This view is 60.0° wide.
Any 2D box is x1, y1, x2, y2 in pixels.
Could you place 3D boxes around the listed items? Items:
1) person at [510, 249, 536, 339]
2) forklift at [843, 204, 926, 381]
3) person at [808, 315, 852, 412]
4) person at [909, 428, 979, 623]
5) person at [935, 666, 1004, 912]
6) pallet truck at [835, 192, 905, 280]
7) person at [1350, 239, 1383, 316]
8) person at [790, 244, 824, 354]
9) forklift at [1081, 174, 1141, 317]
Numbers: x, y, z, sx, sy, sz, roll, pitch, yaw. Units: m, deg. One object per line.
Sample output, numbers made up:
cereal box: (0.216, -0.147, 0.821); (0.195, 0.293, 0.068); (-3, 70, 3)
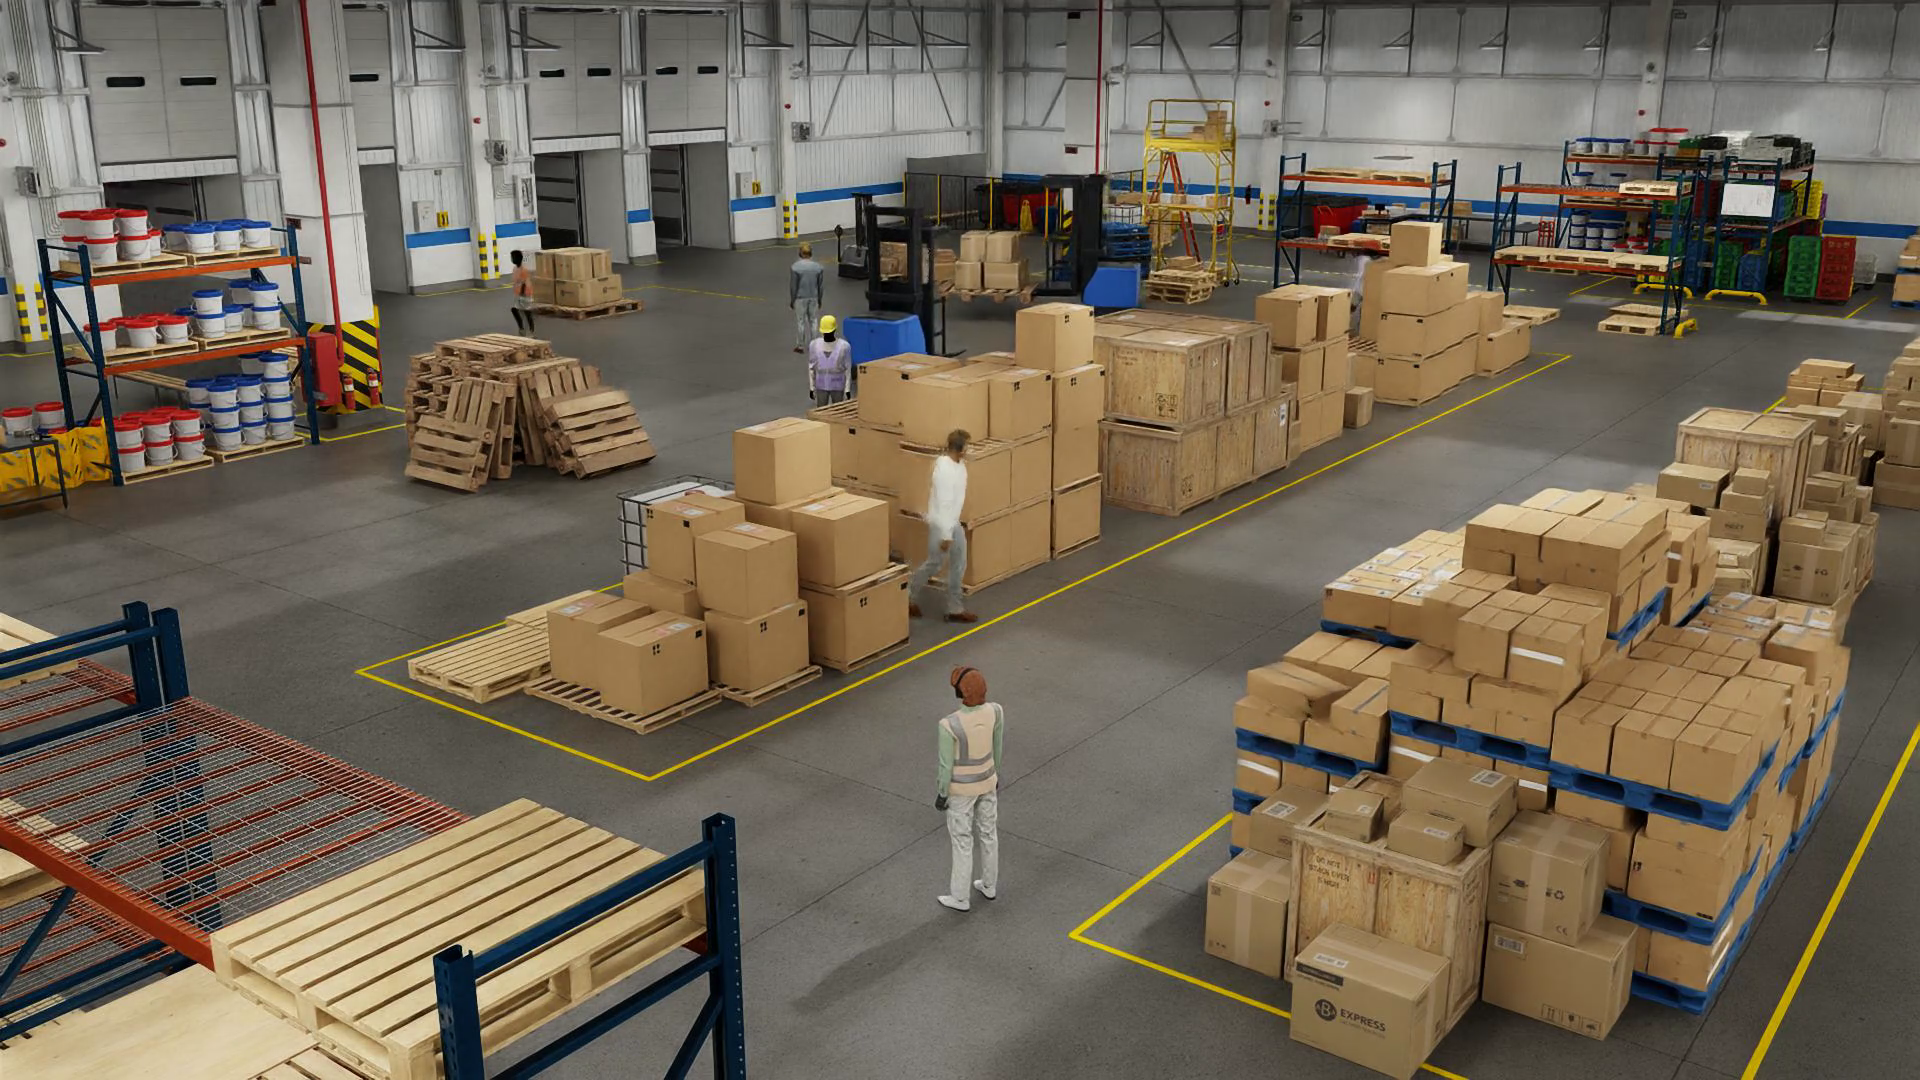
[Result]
person: (-8.154, -4.535, 30.828); (0.507, 1.676, 0.549); (-12, 21, -35)
forklift: (-1.076, -4.080, 27.285); (1.129, 2.768, 1.873); (8, 18, 24)
person: (-1.737, -2.053, 22.213); (0.584, 1.918, 0.376); (2, 17, 8)
person: (-0.240, -0.135, 15.919); (0.806, 1.890, 0.740); (3, 17, 9)
person: (0.065, 1.585, 10.638); (0.514, 1.641, 0.307); (-14, 21, -38)
pallet truck: (-1.936, -7.159, 38.982); (1.885, 1.965, 0.823); (-12, 21, -34)
person: (7.492, -4.658, 30.930); (1.017, 1.873, 0.659); (-4, 17, -12)
person: (-2.724, -4.283, 29.590); (0.636, 1.927, 0.386); (-9, 19, -28)
forklift: (2.651, -5.828, 33.073); (1.873, 2.768, 1.129); (3, 17, 10)
